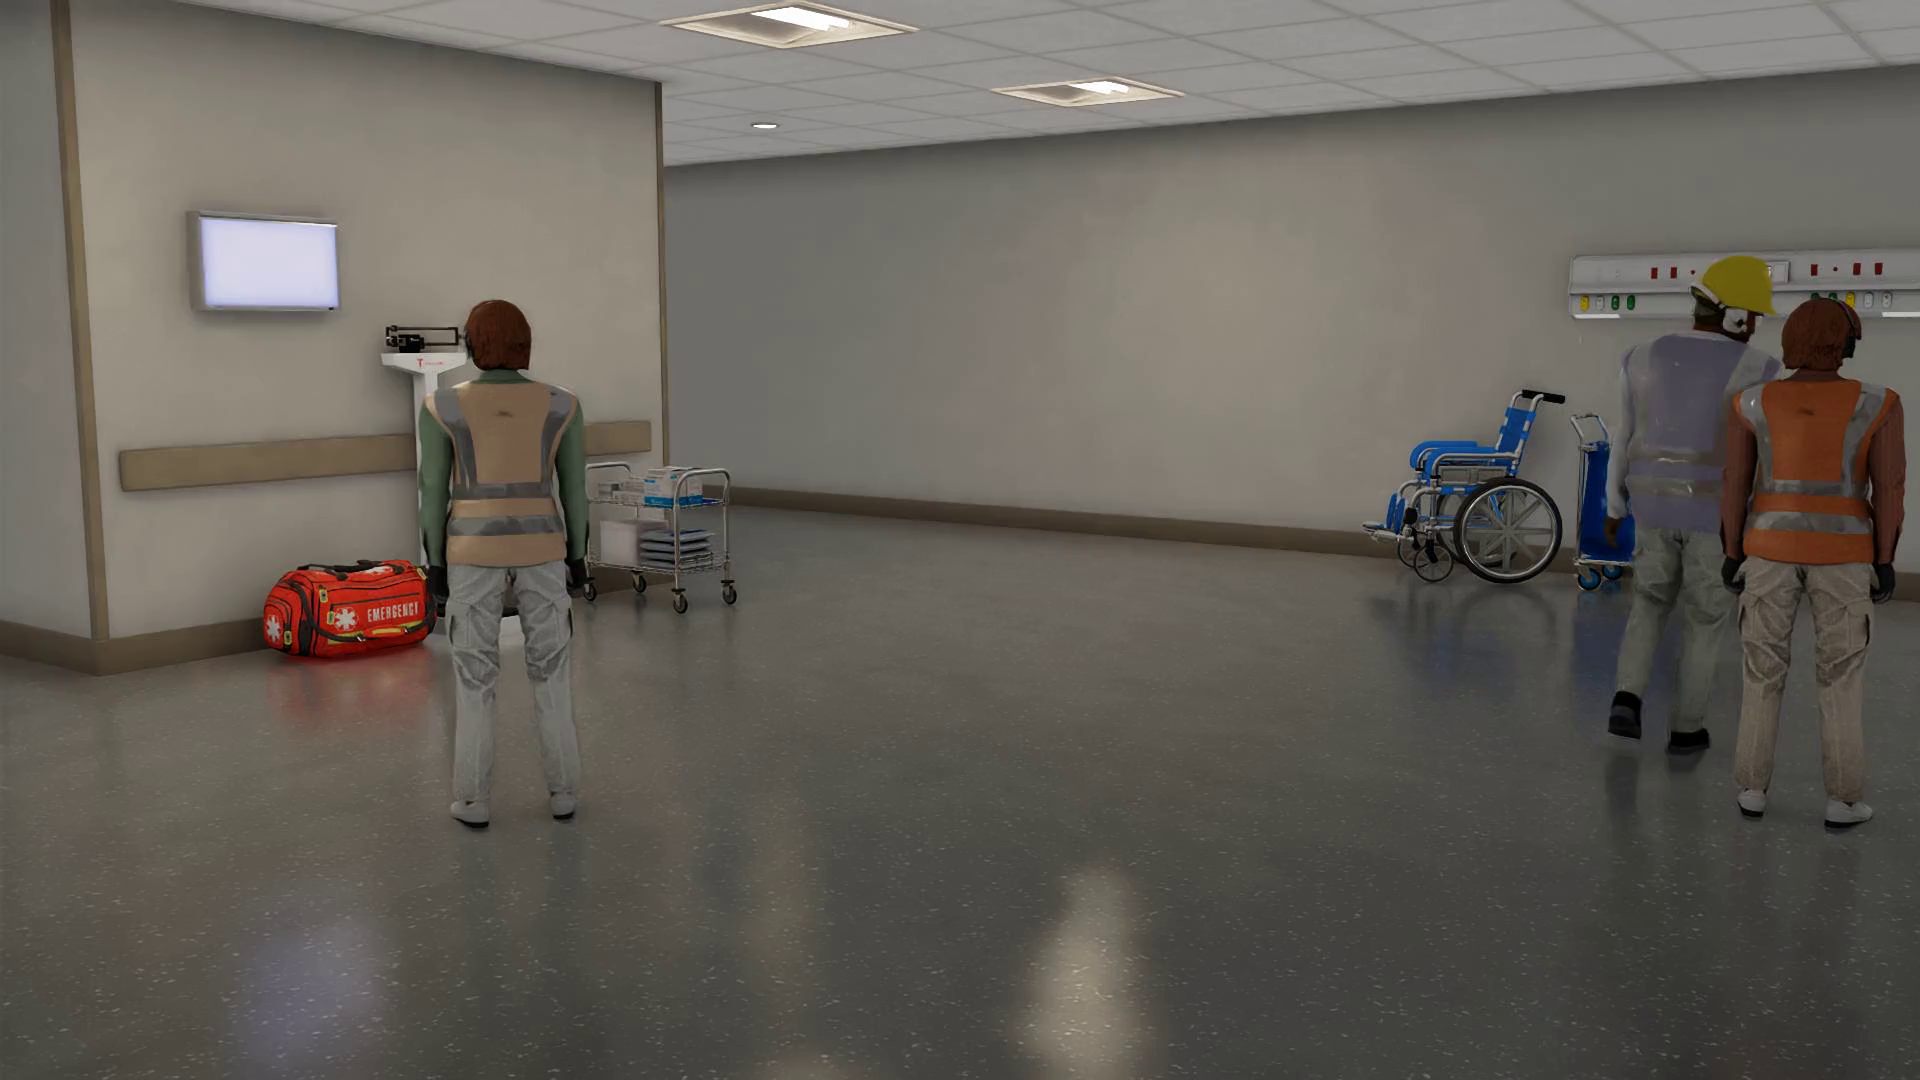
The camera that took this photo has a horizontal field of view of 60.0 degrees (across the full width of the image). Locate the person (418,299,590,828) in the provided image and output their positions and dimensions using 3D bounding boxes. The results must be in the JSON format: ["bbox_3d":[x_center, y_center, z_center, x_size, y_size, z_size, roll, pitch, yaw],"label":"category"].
[{"bbox_3d":[-1.410,0.076,5.176,0.515,1.633,0.310,-3,8,-22],"label":"person"}]

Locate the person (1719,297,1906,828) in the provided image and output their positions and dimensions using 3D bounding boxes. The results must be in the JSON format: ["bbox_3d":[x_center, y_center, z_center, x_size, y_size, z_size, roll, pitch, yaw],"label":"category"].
[{"bbox_3d":[2.639,0.070,5.185,0.515,1.641,0.314,5,9,37],"label":"person"}]

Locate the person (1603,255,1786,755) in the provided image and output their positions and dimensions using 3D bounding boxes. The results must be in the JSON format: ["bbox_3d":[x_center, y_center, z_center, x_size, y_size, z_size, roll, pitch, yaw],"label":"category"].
[{"bbox_3d":[2.609,-0.101,5.936,0.645,1.801,0.418,7,10,44],"label":"person"}]
